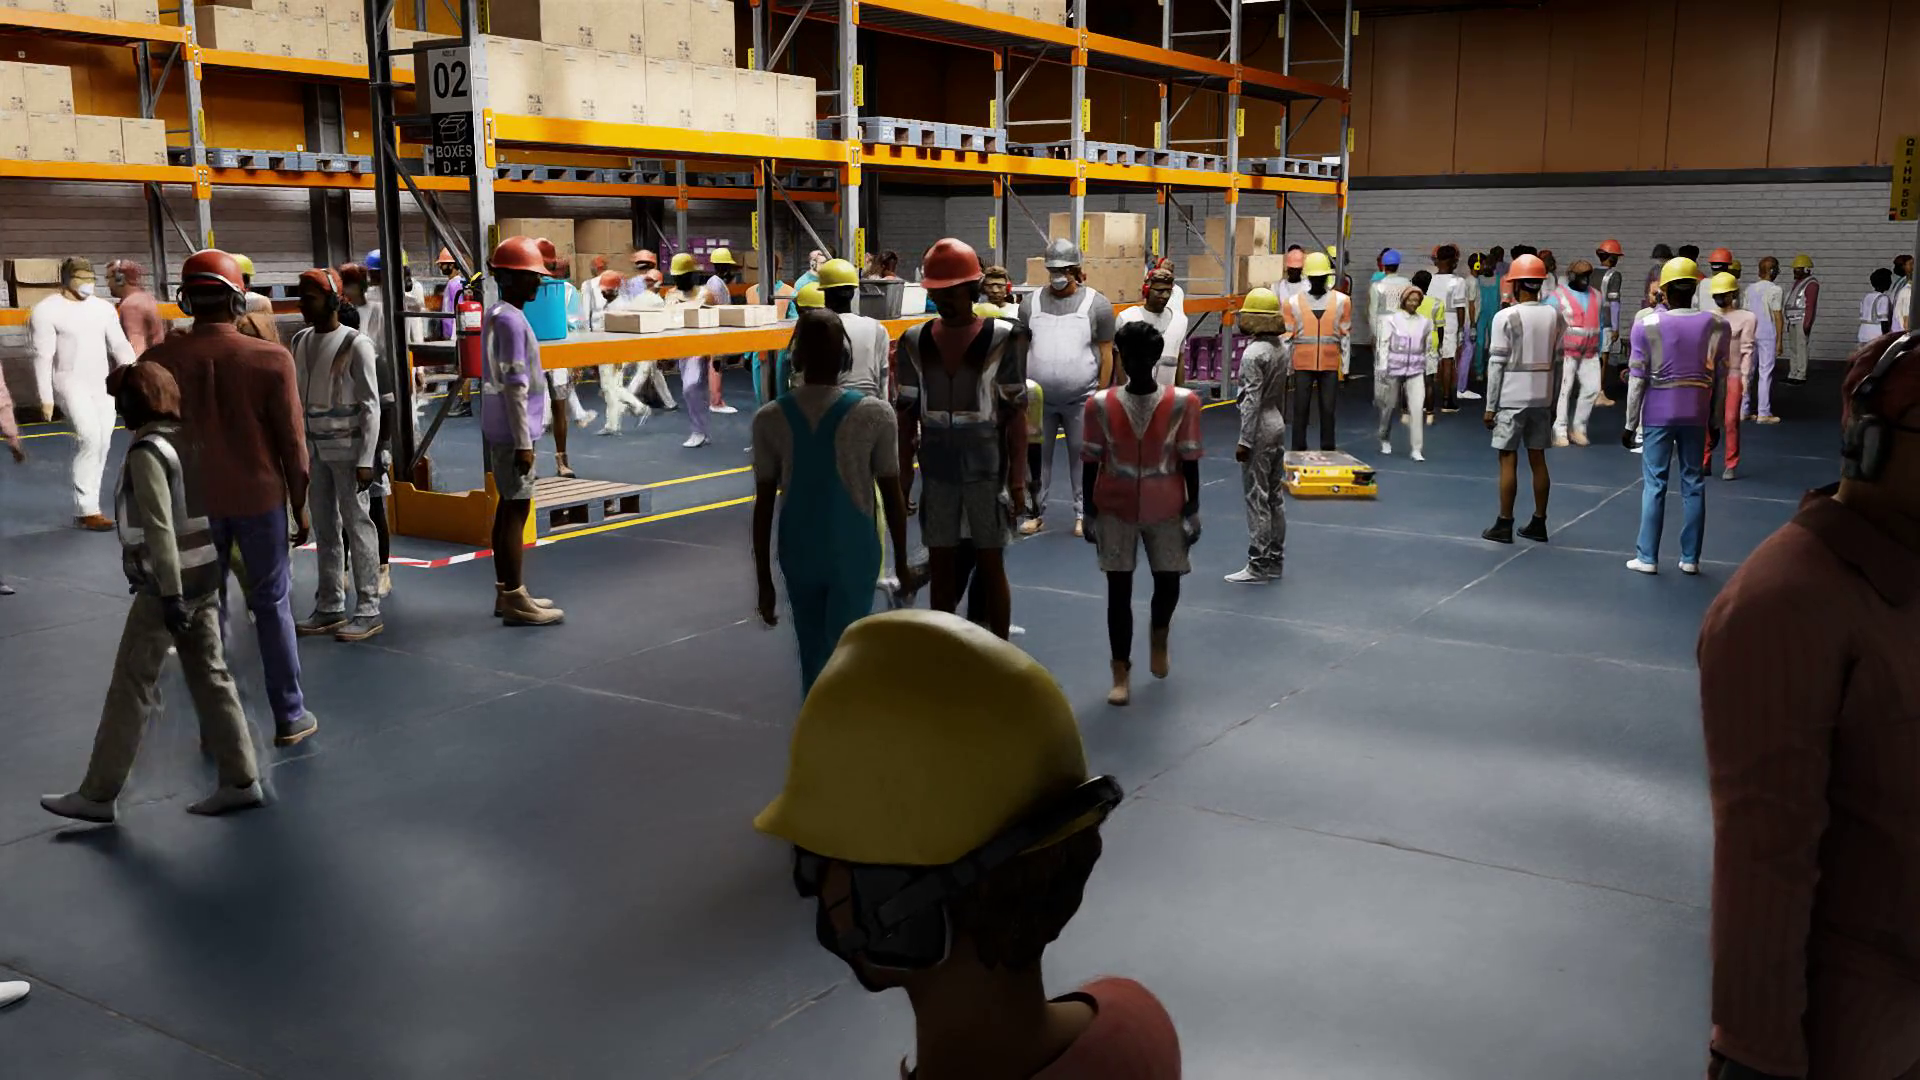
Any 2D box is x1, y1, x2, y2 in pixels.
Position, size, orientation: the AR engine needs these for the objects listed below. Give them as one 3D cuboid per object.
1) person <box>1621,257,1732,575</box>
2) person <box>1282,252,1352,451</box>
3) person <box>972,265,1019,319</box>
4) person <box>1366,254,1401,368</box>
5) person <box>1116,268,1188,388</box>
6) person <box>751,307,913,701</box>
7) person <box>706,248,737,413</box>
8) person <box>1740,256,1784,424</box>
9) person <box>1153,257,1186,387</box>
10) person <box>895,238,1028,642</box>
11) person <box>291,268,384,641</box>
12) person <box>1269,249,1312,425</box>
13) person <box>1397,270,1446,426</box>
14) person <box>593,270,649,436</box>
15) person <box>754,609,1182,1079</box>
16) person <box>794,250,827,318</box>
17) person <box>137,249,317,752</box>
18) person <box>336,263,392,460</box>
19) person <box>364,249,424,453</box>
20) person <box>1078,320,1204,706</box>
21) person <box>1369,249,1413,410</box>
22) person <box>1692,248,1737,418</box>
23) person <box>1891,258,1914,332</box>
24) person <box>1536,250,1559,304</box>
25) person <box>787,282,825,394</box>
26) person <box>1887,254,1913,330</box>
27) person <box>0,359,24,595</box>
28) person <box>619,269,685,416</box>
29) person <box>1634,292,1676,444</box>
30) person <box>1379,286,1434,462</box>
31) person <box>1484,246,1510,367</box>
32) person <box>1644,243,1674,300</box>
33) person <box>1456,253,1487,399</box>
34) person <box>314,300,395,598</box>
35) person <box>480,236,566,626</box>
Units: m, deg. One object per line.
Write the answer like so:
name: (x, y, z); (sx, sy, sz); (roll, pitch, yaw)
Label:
person: (4.312, -0.738, 10.058); (0.586, 1.919, 0.379); (1, 10, 5)
person: (3.064, -1.500, 14.295); (0.584, 1.919, 0.387); (1, 10, 6)
person: (0.266, -1.109, 12.342); (0.563, 1.838, 0.388); (1, 10, 3)
person: (6.652, -3.535, 25.881); (0.582, 1.812, 0.815); (-4, 11, -23)
person: (1.345, -1.003, 11.796); (0.561, 1.828, 0.419); (-4, 11, -22)
person: (-0.456, 0.092, 5.830); (0.514, 1.799, 0.983); (2, 10, 11)
person: (-2.812, -2.452, 19.531); (0.384, 1.928, 0.589); (-2, 10, -9)
person: (8.896, -2.212, 18.430); (0.345, 1.845, 0.508); (-5, 11, -25)
person: (2.107, -1.966, 17.059); (0.388, 1.847, 0.563); (6, 12, 31)
person: (-0.006, -0.299, 7.331); (0.613, 2.029, 0.409); (3, 11, 19)
person: (-3.188, -0.430, 8.454); (0.574, 1.883, 0.356); (5, 12, 27)
person: (3.620, -2.208, 18.183); (0.611, 1.926, 0.429); (4, 11, 22)
person: (5.014, -2.090, 18.157); (0.540, 1.697, 0.317); (2, 10, 12)
person: (-3.545, -1.940, 17.267); (0.564, 1.723, 0.570); (-6, 12, -30)
person: (-0.003, 0.922, 1.309); (0.340, 1.760, 0.526); (6, 12, 32)
person: (-1.604, -2.346, 19.005); (0.411, 1.908, 0.643); (6, 12, 31)
person: (-2.890, -0.147, 6.599); (0.608, 1.986, 0.389); (-2, 11, -13)
person: (-4.417, -1.145, 12.472); (0.575, 1.862, 0.744); (3, 11, 16)
person: (-4.619, -1.358, 13.411); (0.614, 1.945, 0.406); (-8, 13, -38)
person: (0.790, -0.125, 7.304); (0.557, 1.683, 0.420); (2, 10, 9)
person: (5.193, -2.514, 19.922); (0.604, 1.923, 0.899); (0, 10, -1)
person: (8.616, -2.354, 18.992); (0.377, 1.929, 0.550); (-6, 12, -30)
person: (9.749, -1.972, 17.101); (0.340, 1.845, 0.513); (5, 11, 25)
person: (8.033, -3.057, 23.002); (0.578, 1.884, 0.353); (-5, 11, -26)
person: (-0.932, -0.741, 10.532); (0.333, 1.761, 0.526); (2, 10, 12)
person: (12.619, -2.903, 22.307); (0.429, 1.833, 0.637); (3, 11, 16)
person: (-5.554, -0.521, 9.320); (0.380, 1.752, 0.561); (5, 11, 24)
person: (-3.617, -2.294, 19.297); (0.896, 1.694, 0.574); (-8, 13, -37)
person: (6.951, -1.760, 16.546); (0.515, 1.619, 0.294); (4, 11, 22)
person: (4.136, -1.564, 15.495); (0.517, 1.605, 0.769); (0, 10, 1)
person: (8.571, -3.719, 26.552); (0.625, 1.933, 0.374); (-8, 13, -38)
person: (10.587, -3.467, 24.839); (0.939, 2.000, 0.723); (-5, 12, -28)
person: (6.553, -2.734, 21.295); (0.333, 1.860, 0.510); (2, 10, 11)
person: (-3.444, -0.506, 9.378); (0.539, 1.698, 0.319); (2, 10, 10)
person: (-2.325, -0.570, 8.790); (0.395, 2.040, 0.609); (-4, 11, -20)
